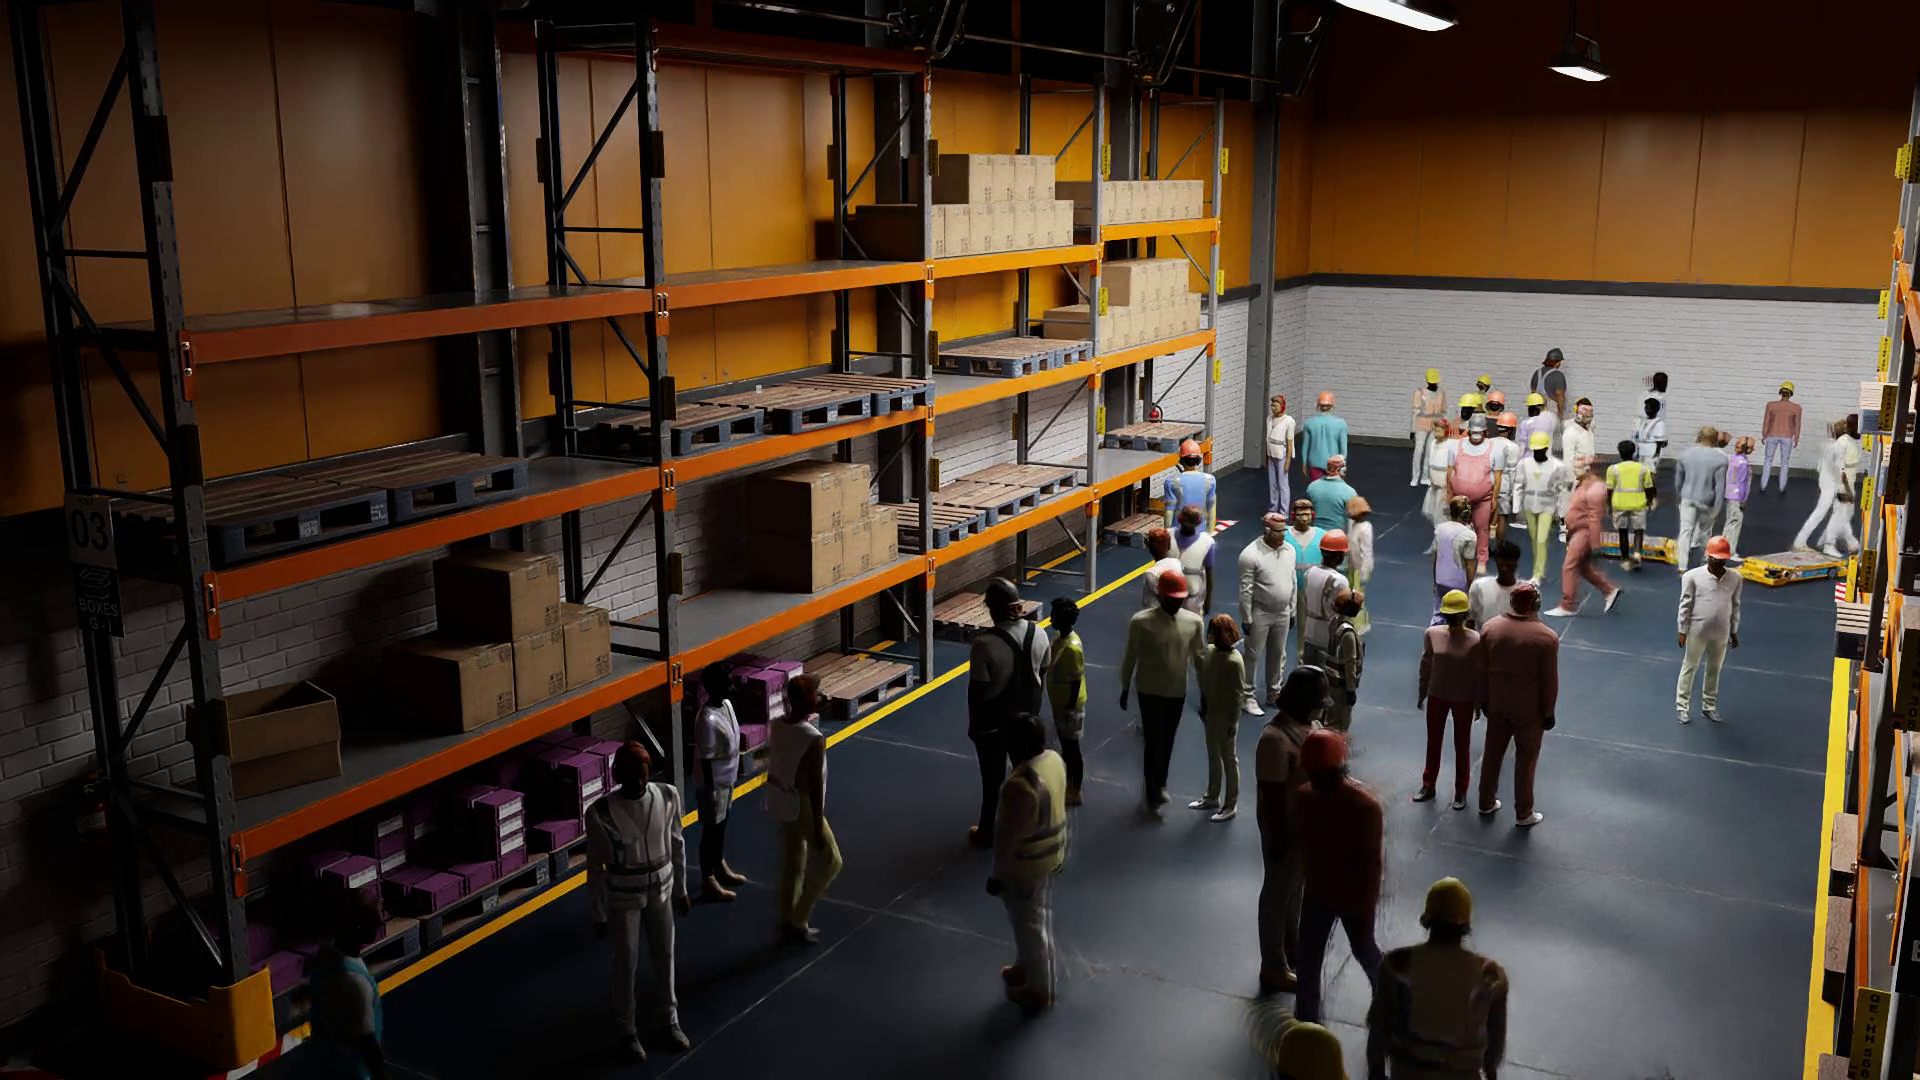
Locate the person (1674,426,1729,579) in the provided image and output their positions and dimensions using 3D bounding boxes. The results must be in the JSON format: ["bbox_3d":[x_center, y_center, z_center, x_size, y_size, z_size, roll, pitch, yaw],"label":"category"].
[{"bbox_3d":[9.132,-0.464,20.584,0.660,1.889,0.999,10,16,38],"label":"person"}]

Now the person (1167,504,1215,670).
[{"bbox_3d":[2.196,0.520,16.274,0.604,1.818,0.464,8,15,31],"label":"person"}]

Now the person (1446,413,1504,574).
[{"bbox_3d":[6.377,-0.584,20.721,0.684,2.000,0.535,6,14,26],"label":"person"}]

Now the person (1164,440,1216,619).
[{"bbox_3d":[2.537,-0.101,18.556,0.612,2.043,0.374,-3,13,-14],"label":"person"}]

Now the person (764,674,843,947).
[{"bbox_3d":[-1.021,1.756,10.725,0.449,1.825,0.595,-9,15,-35],"label":"person"}]

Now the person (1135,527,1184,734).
[{"bbox_3d":[1.786,0.807,14.849,0.339,1.881,0.584,8,15,33],"label":"person"}]

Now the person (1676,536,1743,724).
[{"bbox_3d":[6.812,0.815,15.108,0.570,1.749,0.342,0,13,-1],"label":"person"}]

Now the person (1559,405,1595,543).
[{"bbox_3d":[8.329,-0.883,22.407,0.401,1.894,0.653,11,17,41],"label":"person"}]

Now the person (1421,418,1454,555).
[{"bbox_3d":[6.307,-0.700,21.742,0.457,1.821,0.566,-4,13,-16],"label":"person"}]

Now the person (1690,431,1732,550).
[{"bbox_3d":[10.023,-0.670,22.100,0.765,1.591,0.551,-7,14,-27],"label":"person"}]

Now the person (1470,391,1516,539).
[{"bbox_3d":[7.235,-1.019,22.703,0.612,2.031,0.403,4,13,16],"label":"person"}]

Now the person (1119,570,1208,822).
[{"bbox_3d":[1.618,1.188,12.951,0.655,1.957,0.903,-3,13,-11],"label":"person"}]

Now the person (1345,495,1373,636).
[{"bbox_3d":[4.250,0.325,17.655,0.492,1.611,0.581,-2,13,-7],"label":"person"}]

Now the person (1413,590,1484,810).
[{"bbox_3d":[3.868,1.250,13.133,0.533,1.768,0.310,9,15,34],"label":"person"}]

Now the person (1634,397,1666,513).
[{"bbox_3d":[10.161,-1.260,24.561,0.345,1.693,0.538,-2,13,-8],"label":"person"}]

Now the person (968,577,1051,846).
[{"bbox_3d":[0.313,1.262,12.460,0.681,2.000,0.535,-9,15,-34],"label":"person"}]

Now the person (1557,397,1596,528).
[{"bbox_3d":[8.666,-1.074,23.317,0.514,1.866,0.332,-3,13,-13],"label":"person"}]

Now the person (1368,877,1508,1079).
[{"bbox_3d":[2.241,2.433,7.803,0.614,1.778,0.935,5,13,20],"label":"person"}]

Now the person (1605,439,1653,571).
[{"bbox_3d":[8.355,-0.413,20.782,0.576,1.669,0.465,3,13,15],"label":"person"}]

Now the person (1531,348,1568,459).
[{"bbox_3d":[9.983,-2.228,28.083,0.535,2.000,0.684,-5,14,-21],"label":"person"}]

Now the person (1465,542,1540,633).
[{"bbox_3d":[4.613,0.937,14.210,0.601,1.924,1.017,8,15,32],"label":"person"}]

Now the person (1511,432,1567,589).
[{"bbox_3d":[6.955,-0.359,20.074,0.598,1.880,0.917,11,17,40],"label":"person"}]

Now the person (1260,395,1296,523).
[{"bbox_3d":[4.563,-1.157,23.744,0.393,1.838,0.561,-6,14,-26],"label":"person"}]

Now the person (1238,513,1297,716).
[{"bbox_3d":[2.867,0.679,15.395,0.646,1.900,0.400,-7,14,-28],"label":"person"}]

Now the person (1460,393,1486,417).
[{"bbox_3d":[7.587,-1.312,24.688,0.492,1.729,0.324,2,13,7],"label":"person"}]

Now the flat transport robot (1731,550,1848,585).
[{"bbox_3d":[10.325,0.331,20.619,1.431,0.197,0.652,-6,14,-24],"label":"flat transport robot"}]

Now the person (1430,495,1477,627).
[{"bbox_3d":[4.897,0.461,16.522,0.349,1.837,0.502,-8,15,-33],"label":"person"}]

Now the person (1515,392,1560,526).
[{"bbox_3d":[8.190,-1.112,23.394,0.665,1.911,0.591,-10,16,-36],"label":"person"}]

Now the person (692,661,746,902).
[{"bbox_3d":[-1.678,1.651,11.510,0.318,1.690,0.529,2,13,8],"label":"person"}]

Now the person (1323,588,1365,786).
[{"bbox_3d":[3.147,1.192,13.679,0.309,1.640,0.512,-1,13,-3],"label":"person"}]

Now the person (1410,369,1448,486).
[{"bbox_3d":[7.435,-1.777,26.382,0.648,1.907,0.459,-3,13,-14],"label":"person"}]

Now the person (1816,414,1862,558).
[{"bbox_3d":[11.513,-0.725,21.731,0.605,1.902,0.466,-12,17,-42],"label":"person"}]

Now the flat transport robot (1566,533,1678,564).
[{"bbox_3d":[8.730,0.081,21.742,1.431,0.197,0.652,6,14,26],"label":"flat transport robot"}]

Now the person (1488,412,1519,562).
[{"bbox_3d":[6.972,-0.684,21.445,0.387,1.927,0.547,-7,14,-29],"label":"person"}]

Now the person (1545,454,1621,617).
[{"bbox_3d":[7.067,-0.051,18.703,0.763,1.876,0.631,3,13,11],"label":"person"}]

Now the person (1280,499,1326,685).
[{"bbox_3d":[3.313,0.497,16.320,0.564,1.847,0.388,-1,13,-5],"label":"person"}]

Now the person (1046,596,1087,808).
[{"bbox_3d":[0.833,1.274,13.183,0.317,1.695,0.540,-2,13,-9],"label":"person"}]

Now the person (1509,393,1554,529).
[{"bbox_3d":[8.029,-1.103,23.342,0.587,1.914,0.397,-6,14,-25],"label":"person"}]

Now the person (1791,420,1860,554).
[{"bbox_3d":[11.440,-0.675,21.717,0.996,1.790,0.517,4,13,19],"label":"person"}]

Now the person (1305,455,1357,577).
[{"bbox_3d":[4.131,-0.003,18.450,0.399,1.899,0.646,-11,17,-41],"label":"person"}]

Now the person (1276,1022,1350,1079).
[{"bbox_3d":[1.315,2.717,6.248,0.611,1.898,0.766,-9,16,-36],"label":"person"}]

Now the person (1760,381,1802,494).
[{"bbox_3d":[12.791,-1.596,25.913,0.532,1.754,0.342,7,14,27],"label":"person"}]

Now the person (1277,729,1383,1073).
[{"bbox_3d":[2.188,1.980,9.484,0.620,1.944,1.030,11,16,39],"label":"person"}]

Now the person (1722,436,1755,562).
[{"bbox_3d":[10.009,-0.532,21.425,0.313,1.629,0.525,3,13,12],"label":"person"}]

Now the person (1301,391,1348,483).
[{"bbox_3d":[5.046,-1.078,23.058,0.643,1.981,0.457,4,13,18],"label":"person"}]

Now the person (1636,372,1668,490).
[{"bbox_3d":[10.842,-1.666,25.880,0.580,1.897,0.634,-1,13,-2],"label":"person"}]

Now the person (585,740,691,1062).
[{"bbox_3d":[-1.818,2.025,9.418,0.588,1.877,0.360,-9,15,-34],"label":"person"}]

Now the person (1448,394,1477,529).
[{"bbox_3d":[7.041,-1.083,23.208,0.358,1.930,0.588,-8,15,-33],"label":"person"}]

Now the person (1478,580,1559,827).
[{"bbox_3d":[4.316,1.249,12.855,0.397,1.901,0.642,-11,17,-40],"label":"person"}]

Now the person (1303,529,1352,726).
[{"bbox_3d":[3.217,0.855,14.558,0.396,1.929,0.542,-5,13,-19],"label":"person"}]

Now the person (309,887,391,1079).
[{"bbox_3d":[-2.670,2.443,7.672,0.778,1.815,0.548,-8,15,-31],"label":"person"}]

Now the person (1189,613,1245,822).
[{"bbox_3d":[2.016,1.364,12.922,0.280,1.633,0.502,-6,14,-23],"label":"person"}]

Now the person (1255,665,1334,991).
[{"bbox_3d":[2.117,1.742,10.310,0.536,2.000,0.677,7,14,29],"label":"person"}]

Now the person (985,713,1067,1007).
[{"bbox_3d":[0.350,1.921,10.025,0.562,1.821,0.628,5,14,22],"label":"person"}]
